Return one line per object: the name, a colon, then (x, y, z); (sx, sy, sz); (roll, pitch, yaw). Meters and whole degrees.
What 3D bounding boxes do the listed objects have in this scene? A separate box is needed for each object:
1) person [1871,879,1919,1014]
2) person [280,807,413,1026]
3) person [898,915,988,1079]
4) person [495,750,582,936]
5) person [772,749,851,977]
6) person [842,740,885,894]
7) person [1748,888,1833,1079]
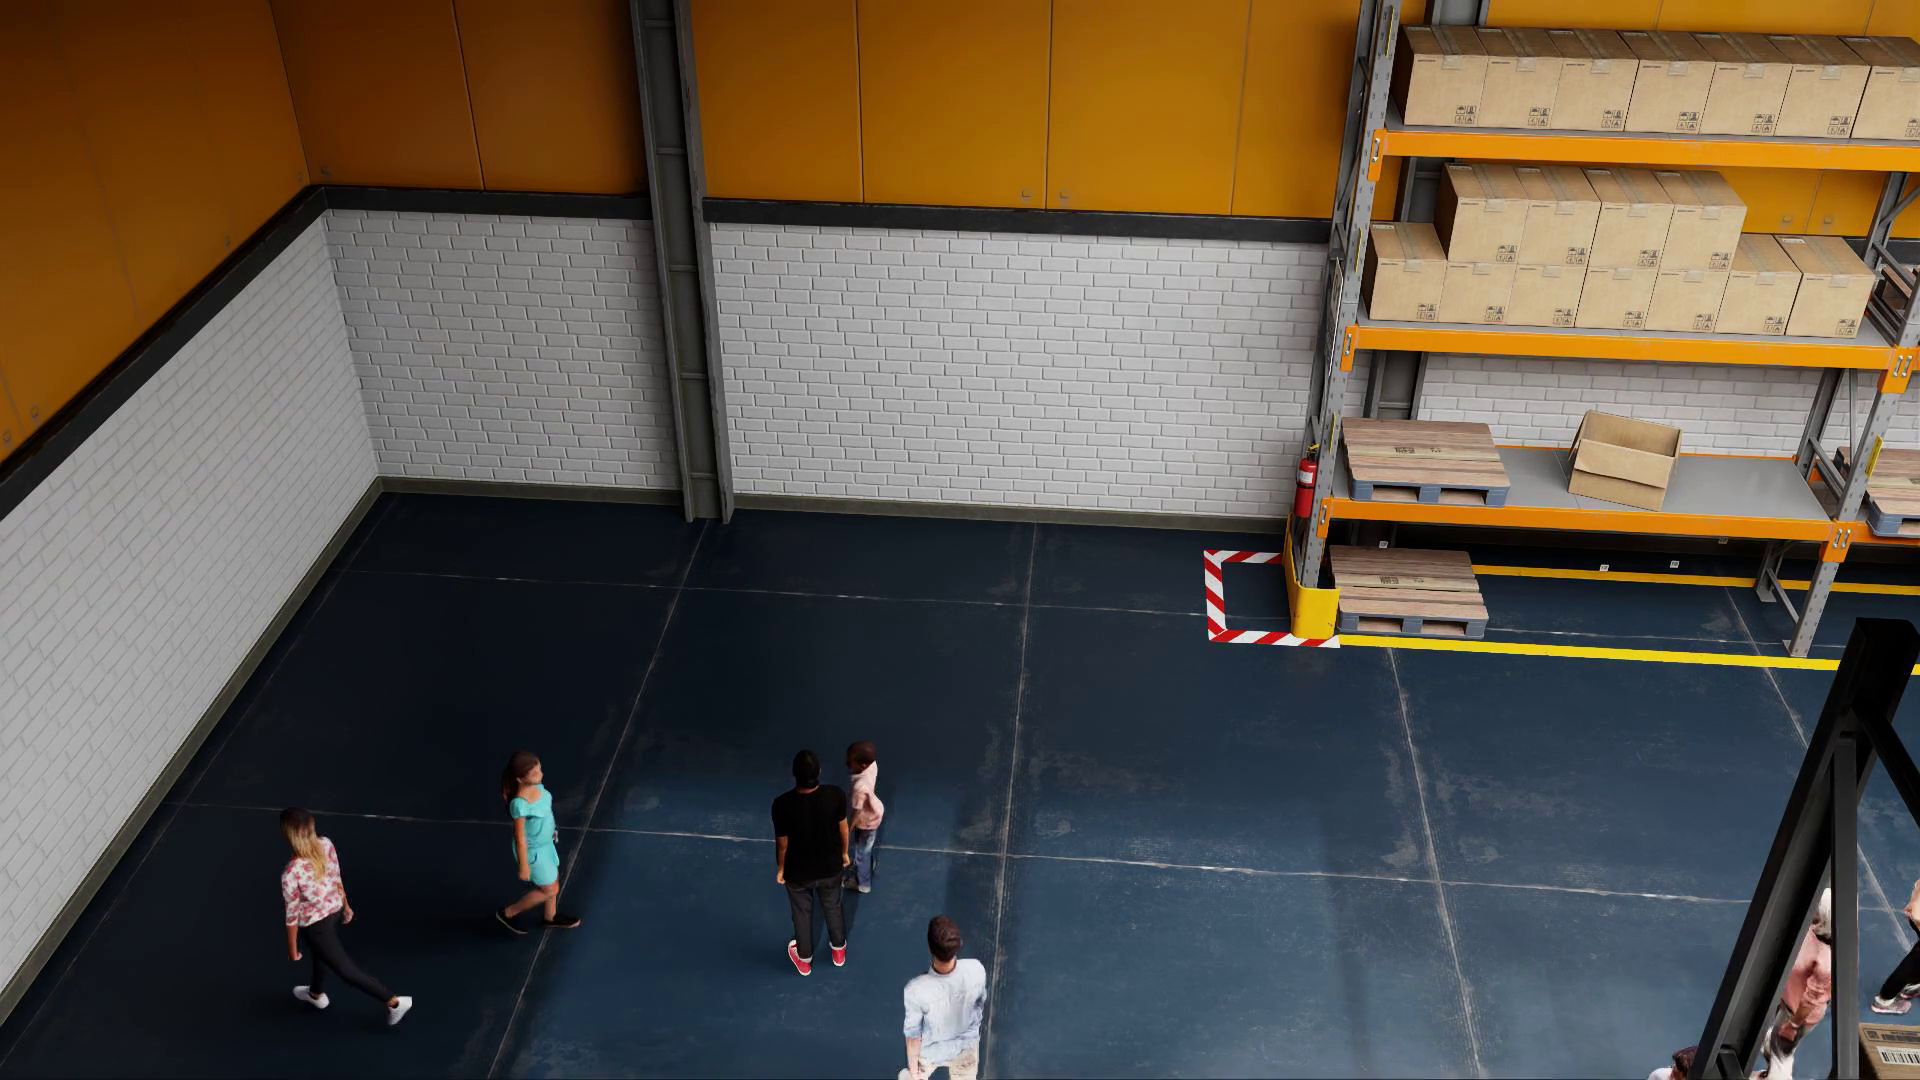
person: (5.869, 2.347, 10.135); (0.657, 1.470, 0.576); (2, 34, 3)
person: (-3.779, 2.320, 10.067); (1.168, 1.591, 0.802); (8, 35, 12)
person: (-0.049, 2.841, 9.079); (1.107, 1.816, 0.970); (-9, 35, -13)
person: (-2.801, 1.959, 10.650); (0.766, 1.546, 0.613); (-2, 34, -4)
person: (-0.921, 2.006, 10.389); (0.647, 1.758, 0.774); (-11, 35, -16)
person: (-0.600, 1.839, 11.051); (0.548, 1.303, 0.526); (8, 34, 12)
person: (4.855, 2.634, 9.479); (0.640, 1.720, 0.646); (8, 34, 12)
